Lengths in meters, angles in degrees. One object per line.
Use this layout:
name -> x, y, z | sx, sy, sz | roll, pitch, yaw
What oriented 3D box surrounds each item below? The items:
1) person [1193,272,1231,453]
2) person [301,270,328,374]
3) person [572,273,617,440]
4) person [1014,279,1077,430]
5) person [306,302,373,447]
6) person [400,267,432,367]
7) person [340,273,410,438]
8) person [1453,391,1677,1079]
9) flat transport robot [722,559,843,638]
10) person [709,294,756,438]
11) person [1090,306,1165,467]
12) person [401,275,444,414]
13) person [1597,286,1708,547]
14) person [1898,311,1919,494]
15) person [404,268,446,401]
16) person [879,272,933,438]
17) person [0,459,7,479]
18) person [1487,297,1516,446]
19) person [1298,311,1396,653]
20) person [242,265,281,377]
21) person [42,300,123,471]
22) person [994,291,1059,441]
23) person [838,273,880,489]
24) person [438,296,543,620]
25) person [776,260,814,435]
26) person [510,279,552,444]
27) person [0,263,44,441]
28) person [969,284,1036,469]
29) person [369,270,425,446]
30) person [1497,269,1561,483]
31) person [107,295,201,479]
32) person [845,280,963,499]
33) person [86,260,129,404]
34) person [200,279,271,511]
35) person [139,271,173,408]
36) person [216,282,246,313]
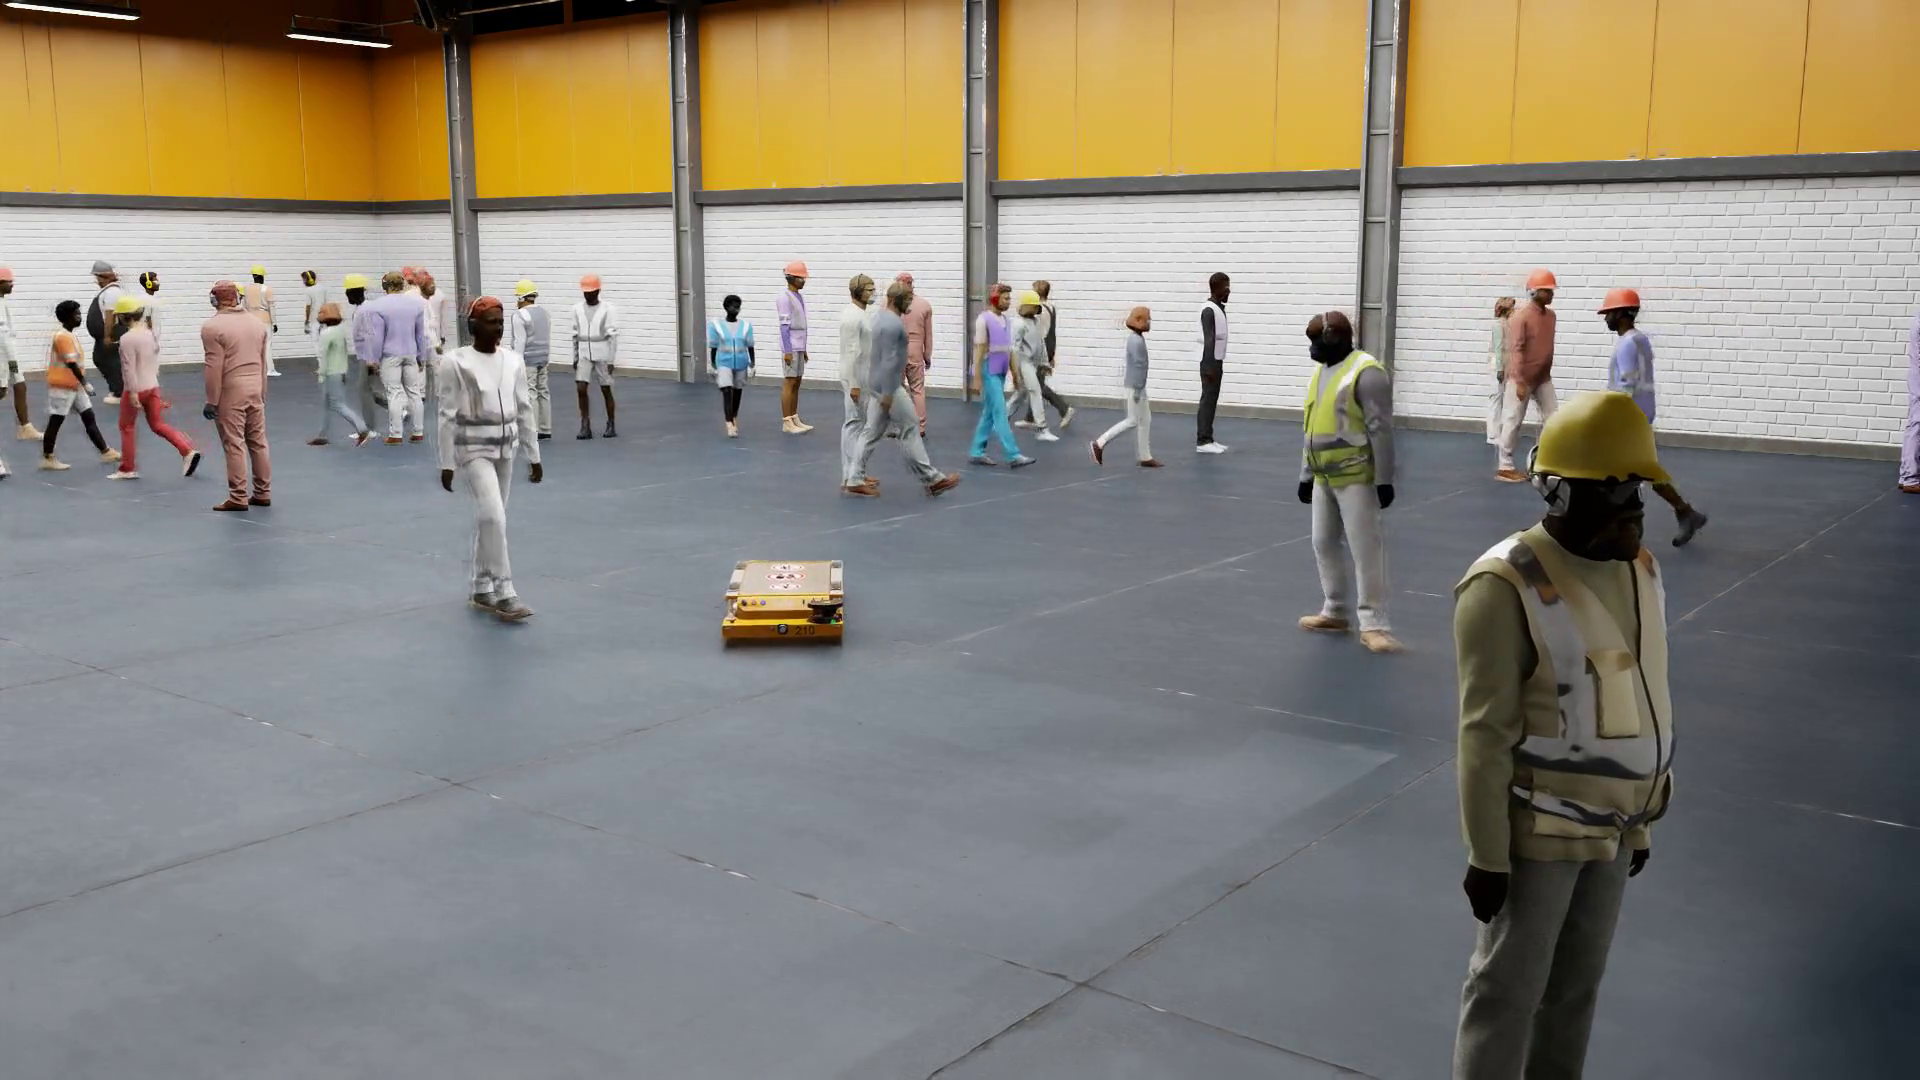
person -> 2.691, -1.881, 17.786 | 0.373, 1.891, 0.597 | 3, 10, 17
person -> -11.295, -3.833, 29.365 | 0.306, 1.837, 0.697 | 3, 10, 19
person -> -4.187, -2.082, 18.973 | 0.605, 1.884, 0.781 | 2, 10, 10
person -> 1.027, -2.220, 19.994 | 0.805, 1.820, 0.518 | 4, 11, 25
person -> -6.852, -1.813, 18.266 | 0.791, 1.597, 0.511 | 1, 10, 3
person -> -10.117, -4.143, 31.007 | 0.379, 1.889, 0.700 | 6, 11, 31
person -> -6.777, -2.127, 19.199 | 0.624, 1.903, 0.619 | -5, 11, -26
person -> 1.294, 0.594, 3.551 | 0.600, 1.829, 0.404 | -7, 12, -36
flat transport robot -> -1.008, 0.320, 9.685 | 0.652, 0.197, 1.431 | -1, 10, -4
person -> -2.667, -2.049, 19.463 | 0.531, 1.657, 0.871 | -4, 10, -20
person -> 1.665, -1.498, 16.393 | 0.680, 1.613, 0.508 | 1, 10, 6
person -> -7.008, -2.579, 22.031 | 0.998, 1.824, 0.573 | 0, 10, -2
person -> 4.909, -0.877, 11.977 | 0.910, 1.894, 0.585 | 6, 12, 32
person -> 8.578, -1.353, 14.682 | 0.400, 1.903, 0.645 | 5, 11, 26
person -> -7.748, -2.965, 24.057 | 0.643, 1.909, 0.411 | -9, 13, -42
person -> -0.641, -2.127, 19.178 | 0.652, 1.906, 0.402 | -3, 10, -18
person -> -9.269, -1.306, 15.326 | 0.875, 1.592, 0.501 | 1, 10, 6
person -> 6.002, -1.869, 18.455 | 0.308, 1.640, 0.511 | 4, 11, 22
person -> 2.106, -0.318, 8.986 | 0.433, 1.807, 0.762 | -3, 10, -19
person -> -12.091, -3.784, 28.764 | 0.587, 1.928, 0.362 | 1, 10, 8
person -> -8.619, -1.504, 16.264 | 0.828, 1.651, 0.533 | -3, 10, -17
person -> 0.740, -2.004, 19.062 | 0.893, 1.702, 0.490 | 5, 11, 29
person -> -0.911, -1.421, 14.975 | 0.353, 1.937, 0.635 | 1, 10, 6
person -> -2.634, -0.464, 9.620 | 0.774, 1.859, 0.606 | 6, 12, 33
person -> -1.935, -2.268, 19.603 | 0.374, 2.043, 0.608 | 2, 10, 13
person -> -4.806, -1.990, 18.591 | 0.404, 1.833, 0.592 | 4, 11, 23
person -> -10.778, -2.070, 18.551 | 0.933, 2.018, 0.609 | -5, 11, -27
person -> 0.425, -1.611, 16.439 | 0.797, 1.806, 0.590 | 5, 11, 25
person -> -6.209, -2.008, 18.393 | 0.354, 1.937, 0.635 | 9, 13, 42
person -> 5.319, -1.464, 15.143 | 0.658, 1.957, 0.938 | -7, 12, -34
person -> -7.616, -1.423, 15.566 | 0.793, 1.740, 0.525 | 1, 10, 6
person -> -0.522, -1.289, 14.373 | 1.051, 1.875, 0.639 | -2, 10, -10
person -> -12.002, -2.925, 23.430 | 0.535, 2.000, 0.712 | -6, 11, -30
person -> -5.996, -1.188, 13.721 | 0.399, 1.905, 0.642 | 4, 10, 20
person -> -11.111, -2.755, 22.929 | 0.329, 1.877, 0.514 | -5, 11, -26
person -> -9.132, -2.371, 21.023 | 0.523, 1.764, 0.323 | 3, 10, 18
